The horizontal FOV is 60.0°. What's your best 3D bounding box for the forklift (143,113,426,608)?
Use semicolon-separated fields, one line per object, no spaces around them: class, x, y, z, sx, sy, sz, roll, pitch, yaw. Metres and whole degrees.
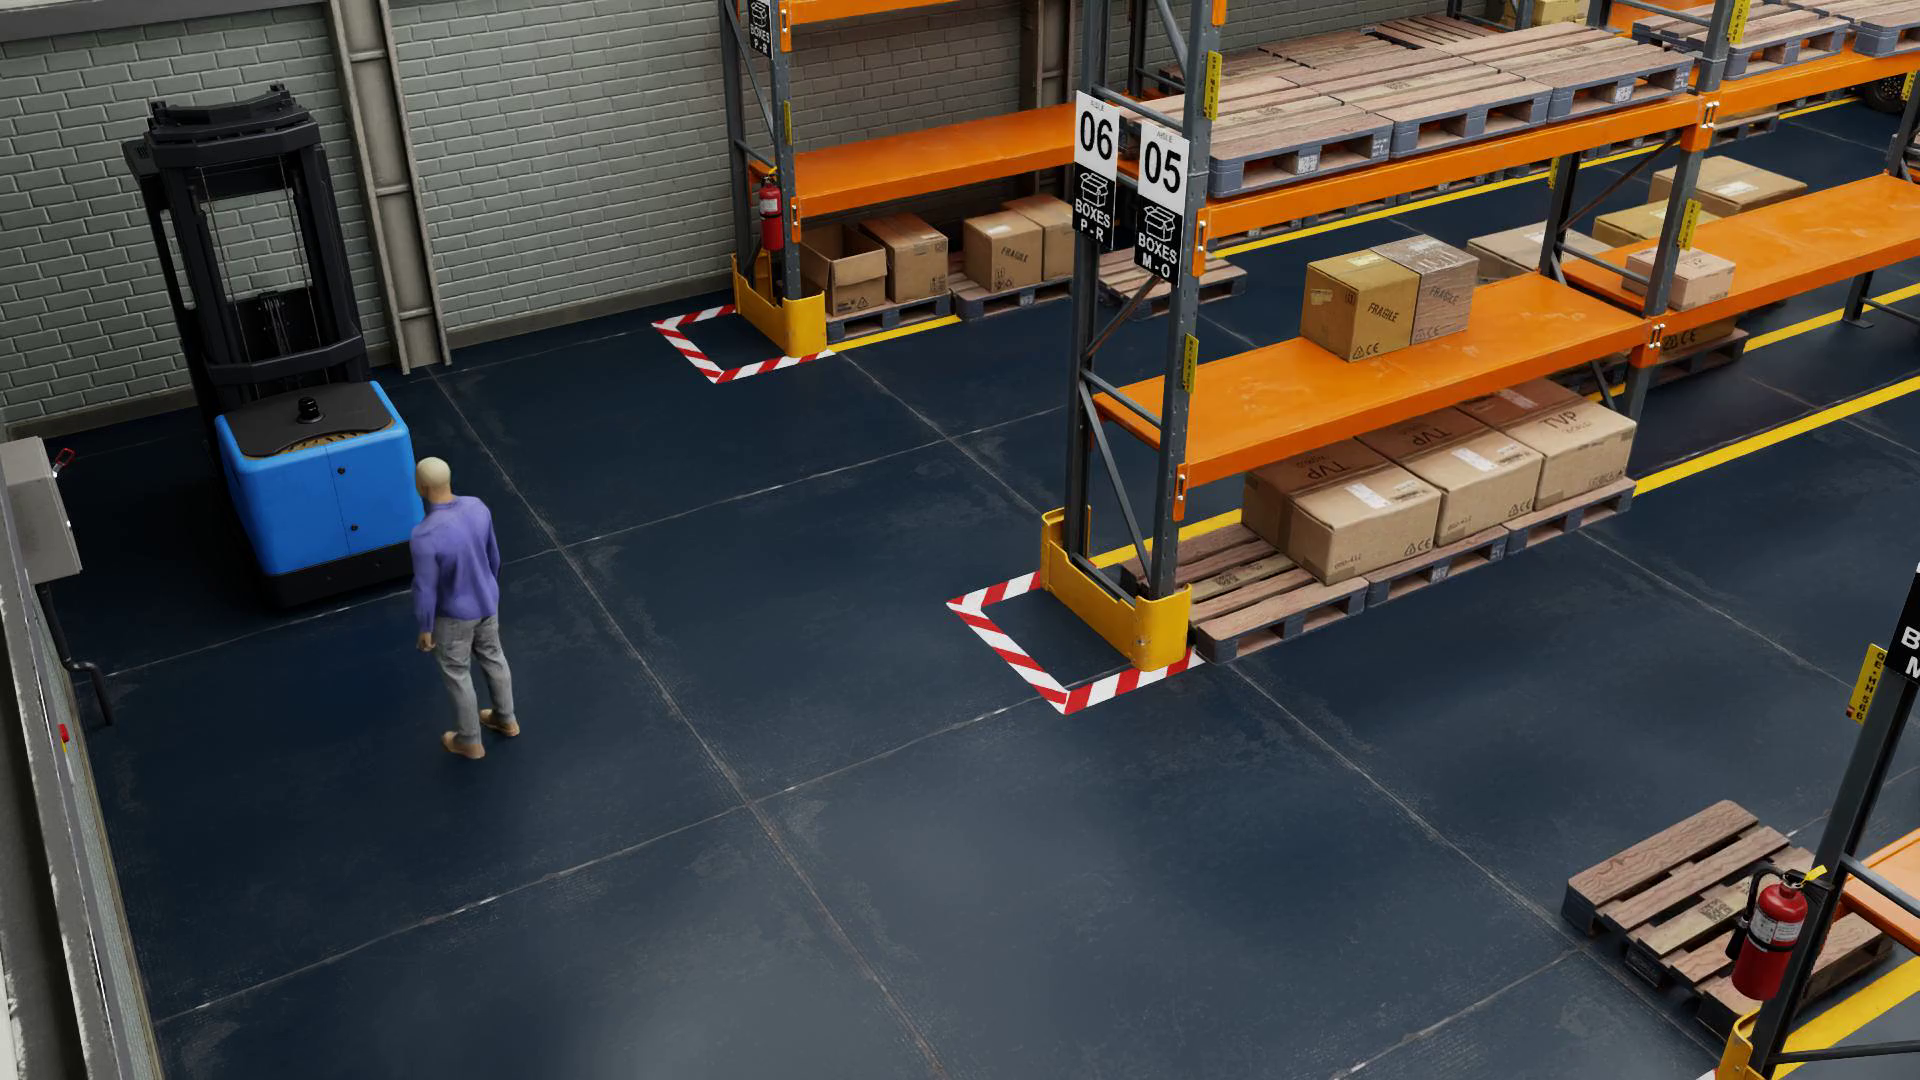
forklift;-4.289;-1.259;10.509;1.129;2.768;1.873;-17;36;-26

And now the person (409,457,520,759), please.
person;-2.642;0.372;8.893;0.419;1.786;0.612;17;36;25

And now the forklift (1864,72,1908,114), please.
forklift;11.468;-5.645;18.244;1.214;2.155;2.313;-17;36;-26
